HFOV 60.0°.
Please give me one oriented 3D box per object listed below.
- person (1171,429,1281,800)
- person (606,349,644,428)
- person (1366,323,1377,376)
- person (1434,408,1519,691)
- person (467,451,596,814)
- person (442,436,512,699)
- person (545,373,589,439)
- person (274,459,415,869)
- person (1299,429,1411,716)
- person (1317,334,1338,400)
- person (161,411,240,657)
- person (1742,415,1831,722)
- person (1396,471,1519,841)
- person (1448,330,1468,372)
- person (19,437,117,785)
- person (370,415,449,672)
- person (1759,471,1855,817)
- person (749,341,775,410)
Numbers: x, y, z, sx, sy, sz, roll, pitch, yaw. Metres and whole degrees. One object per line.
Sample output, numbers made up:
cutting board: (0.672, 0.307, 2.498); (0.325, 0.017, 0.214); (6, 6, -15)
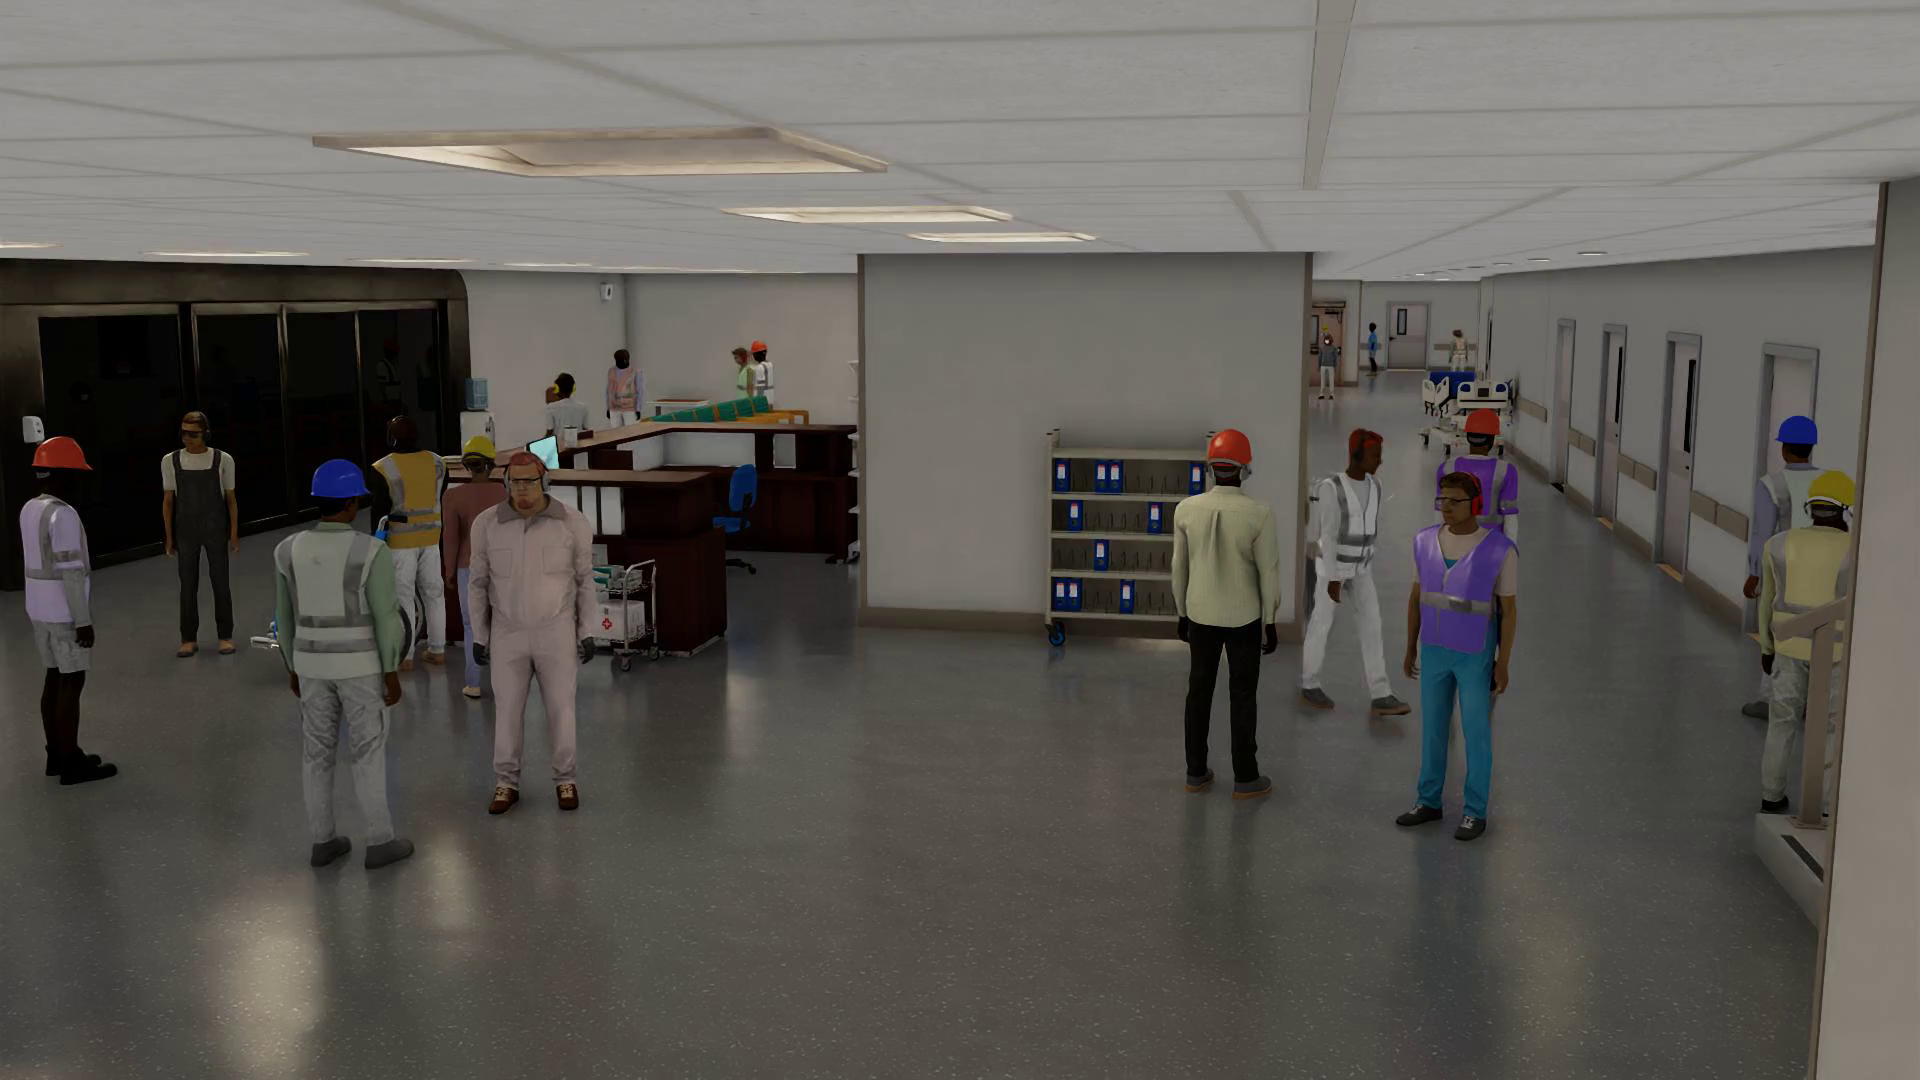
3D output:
person: (1.437, 0.400, 8.969); (0.616, 1.997, 0.373); (5, 10, 32)
person: (-5.135, -1.990, 25.370); (0.619, 1.838, 0.430); (3, 9, 18)
person: (13.078, -6.044, 52.739); (0.316, 1.696, 0.543); (3, 9, 16)
person: (3.535, 0.062, 11.409); (0.551, 1.934, 0.373); (4, 10, 26)
person: (-2.237, 0.485, 8.710); (0.652, 1.906, 0.402); (-1, 9, -10)
person: (-3.201, 0.182, 11.192); (0.533, 1.765, 0.322); (-4, 9, -22)
person: (-4.169, -0.852, 17.752); (0.526, 1.854, 0.363); (-8, 11, -41)
person: (-2.921, 0.589, 7.882); (0.606, 1.947, 0.406); (2, 9, 12)
person: (2.537, 0.222, 10.633); (0.617, 1.837, 0.943); (-5, 10, -30)
person: (9.148, -4.305, 41.390); (0.507, 1.633, 0.277); (5, 10, 29)
person: (-5.666, -0.046, 12.434); (0.508, 1.842, 0.332); (-3, 9, -19)
person: (5.267, 0.188, 10.534); (0.602, 1.949, 0.393); (-1, 9, -7)
person: (2.508, 0.568, 8.360); (0.375, 1.843, 0.575); (-8, 12, -43)
person: (13.951, -5.070, 46.542); (0.561, 1.618, 0.346); (0, 9, -3)
person: (-4.980, 0.389, 9.276); (0.545, 1.929, 0.390); (7, 11, 41)
person: (-3.972, 0.026, 11.971); (0.430, 1.845, 0.619); (7, 11, 38)
person: (4.406, 0.556, 8.536); (0.404, 1.823, 0.591); (-8, 12, -42)
person: (-3.145, -2.189, 26.385); (0.375, 1.928, 0.542); (2, 9, 13)
